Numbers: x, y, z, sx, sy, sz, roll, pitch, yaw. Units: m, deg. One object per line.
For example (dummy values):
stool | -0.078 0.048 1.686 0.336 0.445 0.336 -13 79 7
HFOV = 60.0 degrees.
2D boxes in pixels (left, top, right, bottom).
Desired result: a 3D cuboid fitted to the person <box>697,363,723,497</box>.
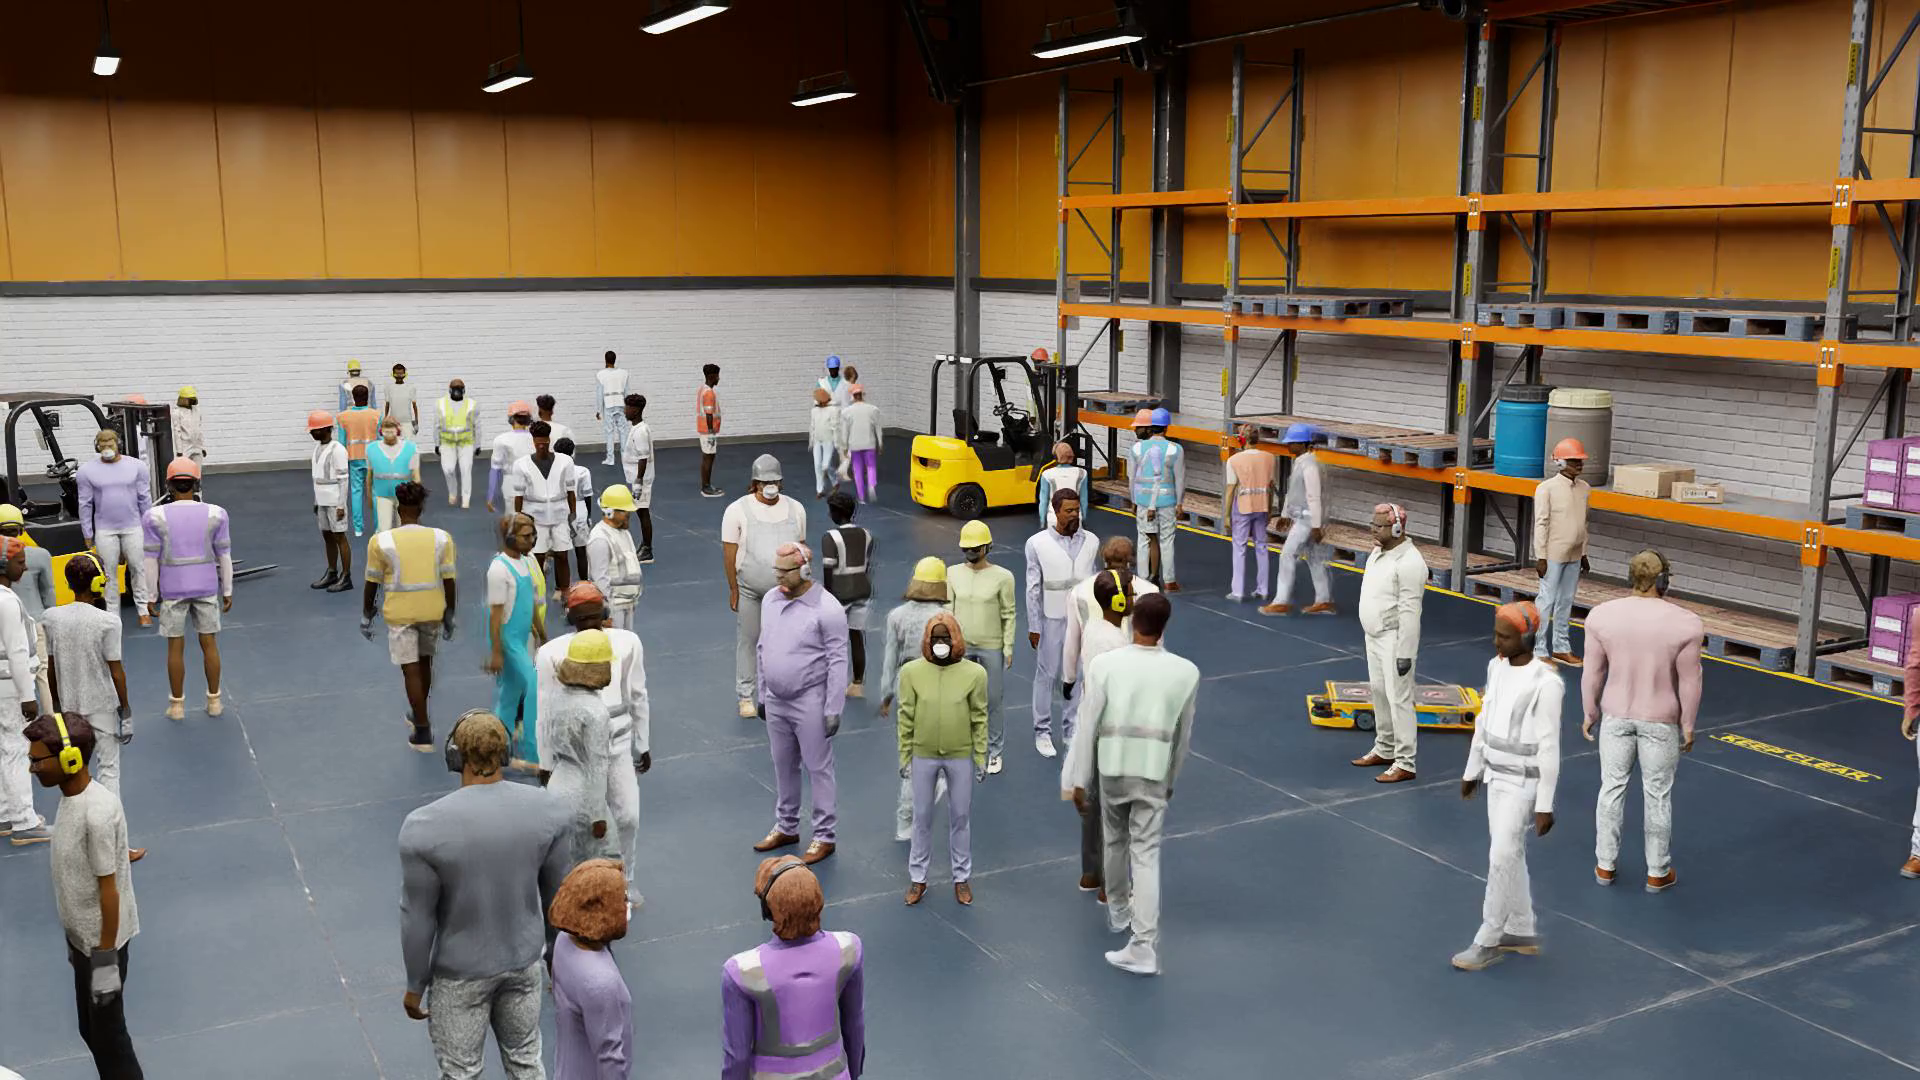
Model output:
person | -3.668 -1.616 24.406 0.375 1.960 0.611 -3 10 -15

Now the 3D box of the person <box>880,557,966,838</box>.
person | -0.184 0.946 10.384 0.488 1.699 0.901 5 11 28

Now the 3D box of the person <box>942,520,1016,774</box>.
person | 0.115 0.735 11.423 0.533 1.767 0.325 3 10 18

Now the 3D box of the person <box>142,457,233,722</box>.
person | -5.905 0.374 12.751 0.613 2.031 0.403 -6 12 -32

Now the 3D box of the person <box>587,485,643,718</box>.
person | -2.645 0.470 12.798 0.403 1.818 0.606 1 10 6

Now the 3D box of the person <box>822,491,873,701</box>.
person | -0.938 0.444 13.339 0.518 1.672 0.548 10 14 44

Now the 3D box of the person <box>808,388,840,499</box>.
person | -1.976 -1.392 24.107 0.526 1.607 0.367 6 12 31

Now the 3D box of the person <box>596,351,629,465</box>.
person | -5.839 -2.222 28.005 0.587 1.920 0.393 -7 12 -34

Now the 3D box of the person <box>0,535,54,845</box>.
person | -5.771 0.904 10.105 0.574 1.886 0.360 9 13 42

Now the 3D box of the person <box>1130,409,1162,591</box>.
person | 1.956 -0.415 17.546 0.356 1.937 0.552 -2 10 -10

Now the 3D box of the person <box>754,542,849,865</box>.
person | -0.966 0.949 9.795 0.652 1.904 0.403 7 12 37

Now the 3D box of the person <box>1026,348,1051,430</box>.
person | 1.269 -2.074 26.801 0.393 2.039 0.613 4 10 19

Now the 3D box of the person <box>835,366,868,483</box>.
person | -1.670 -1.787 25.798 0.584 1.813 0.598 -5 11 -28

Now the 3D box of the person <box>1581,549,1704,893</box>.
person | 3.814 1.011 9.347 0.628 1.936 0.377 6 12 31

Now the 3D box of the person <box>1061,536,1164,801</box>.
person | 0.941 0.865 10.643 0.772 1.799 0.538 5 11 26

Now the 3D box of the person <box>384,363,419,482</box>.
person | -8.681 -1.813 25.842 0.509 1.856 0.334 -2 10 -13

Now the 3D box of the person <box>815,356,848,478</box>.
person | -1.983 -1.943 26.314 0.615 1.945 0.400 0 10 3

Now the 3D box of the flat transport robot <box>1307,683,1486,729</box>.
flat transport robot | 3.396 1.263 12.681 1.431 0.197 0.652 2 10 9

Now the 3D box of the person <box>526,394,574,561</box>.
person | -4.781 -0.717 19.255 0.642 1.944 0.418 -6 11 -29

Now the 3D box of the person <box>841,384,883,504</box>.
person | -1.380 -1.348 23.543 0.613 1.714 0.562 -2 10 -10

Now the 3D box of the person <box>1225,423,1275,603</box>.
person | 2.964 -0.268 17.008 0.568 1.836 0.381 -4 11 -20

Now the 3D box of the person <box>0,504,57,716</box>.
person | -6.865 0.615 12.116 0.326 1.767 0.533 9 13 42

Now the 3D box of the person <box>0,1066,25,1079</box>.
person | -2.459 1.911 4.116 0.599 1.958 0.378 3 10 19

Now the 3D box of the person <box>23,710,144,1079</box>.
person | -3.352 1.563 6.410 0.335 1.857 0.529 -8 13 -40

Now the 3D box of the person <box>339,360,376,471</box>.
person | -9.817 -2.021 27.107 0.599 1.827 0.403 -8 13 -40

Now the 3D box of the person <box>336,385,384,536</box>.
person | -7.518 -0.999 20.982 0.588 1.913 0.390 -1 10 -7

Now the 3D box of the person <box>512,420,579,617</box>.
person | -4.058 -0.205 16.316 0.616 1.951 0.388 -4 11 -21

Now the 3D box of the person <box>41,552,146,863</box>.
person | -5.043 0.997 9.658 0.510 1.861 0.324 1 10 7

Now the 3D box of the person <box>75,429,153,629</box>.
person | -7.993 -0.098 15.774 0.631 1.929 0.385 -5 11 -26

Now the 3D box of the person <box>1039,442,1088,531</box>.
person | 1.067 -0.189 17.136 0.519 1.633 0.314 -1 10 -8

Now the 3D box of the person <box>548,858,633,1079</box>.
person | -1.192 1.835 5.471 0.264 1.632 0.507 -5 11 -28

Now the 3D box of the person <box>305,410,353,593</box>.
person | -6.664 -0.409 17.539 0.542 1.930 0.375 8 13 40

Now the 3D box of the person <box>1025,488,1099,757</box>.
person | 0.733 0.574 11.905 0.591 1.922 0.392 -6 11 -29

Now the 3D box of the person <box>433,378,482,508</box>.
person | -6.997 -1.343 23.201 0.654 1.826 0.444 -3 10 -14

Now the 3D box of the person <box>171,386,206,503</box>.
person | -10.626 -1.261 22.979 0.295 1.744 0.485 4 11 21

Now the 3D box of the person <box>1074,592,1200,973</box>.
person | 0.899 1.205 8.497 0.617 1.855 0.849 1 10 5

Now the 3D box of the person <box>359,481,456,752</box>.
person | -4.041 0.528 12.138 0.626 1.919 0.912 -8 12 -38

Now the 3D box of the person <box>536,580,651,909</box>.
person | -1.955 1.124 8.906 0.611 1.866 0.361 -5 11 -26

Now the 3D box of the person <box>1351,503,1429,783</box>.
person | 2.908 0.689 11.324 0.394 1.899 0.642 -2 10 -10

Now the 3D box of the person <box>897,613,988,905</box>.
person | -0.095 1.199 9.131 0.498 1.634 0.281 0 10 2

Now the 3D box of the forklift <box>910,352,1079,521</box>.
forklift | 0.460 -1.461 22.833 2.313 2.155 1.214 -5 11 -28

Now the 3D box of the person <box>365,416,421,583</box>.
person | -6.176 -0.454 18.140 0.568 1.816 0.484 -3 10 -19

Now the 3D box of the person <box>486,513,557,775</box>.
person | -2.942 0.718 11.365 0.700 1.822 0.522 0 10 1

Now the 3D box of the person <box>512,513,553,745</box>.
person | -3.177 0.641 12.155 0.318 1.699 0.535 0 10 -2

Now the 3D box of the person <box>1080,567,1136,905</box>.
person | 0.846 1.073 9.170 0.329 1.875 0.507 -3 10 -19

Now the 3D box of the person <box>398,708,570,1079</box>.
person | -1.739 1.571 6.155 0.635 1.928 0.382 -7 12 -37

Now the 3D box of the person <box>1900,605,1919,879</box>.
person | 5.680 1.005 9.395 0.640 1.933 0.370 8 13 40

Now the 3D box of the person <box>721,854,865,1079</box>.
person | -0.539 1.831 5.463 0.514 1.645 0.309 -6 11 -31

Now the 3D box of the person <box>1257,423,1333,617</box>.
person | 3.294 -0.189 16.311 0.891 1.913 0.599 1 10 7

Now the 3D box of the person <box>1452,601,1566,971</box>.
person | 2.727 1.220 8.325 0.466 1.881 0.631 -2 10 -10

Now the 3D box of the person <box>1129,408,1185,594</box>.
person | 2.072 -0.410 17.486 0.605 1.948 0.403 5 11 25

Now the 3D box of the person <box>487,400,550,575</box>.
person | -4.720 -0.509 17.954 0.680 1.992 0.991 -7 12 -35

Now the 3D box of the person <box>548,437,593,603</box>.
person | -4.022 -0.203 17.022 0.537 1.695 0.321 -3 10 -18

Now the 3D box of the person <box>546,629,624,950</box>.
person | -1.875 1.294 8.316 0.401 1.722 0.518 -9 13 -42

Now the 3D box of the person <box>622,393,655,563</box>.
person | -3.704 -0.712 19.178 0.368 1.966 0.602 -2 10 -11

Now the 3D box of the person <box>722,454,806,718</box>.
person | -1.464 0.347 12.863 0.676 2.000 0.536 -5 11 -26

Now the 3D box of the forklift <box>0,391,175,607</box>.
forklift | -9.026 -0.363 16.508 1.214 2.155 2.313 6 11 29

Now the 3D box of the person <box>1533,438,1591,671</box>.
person | 5.176 0.121 14.291 0.611 1.997 0.375 -6 11 -29
